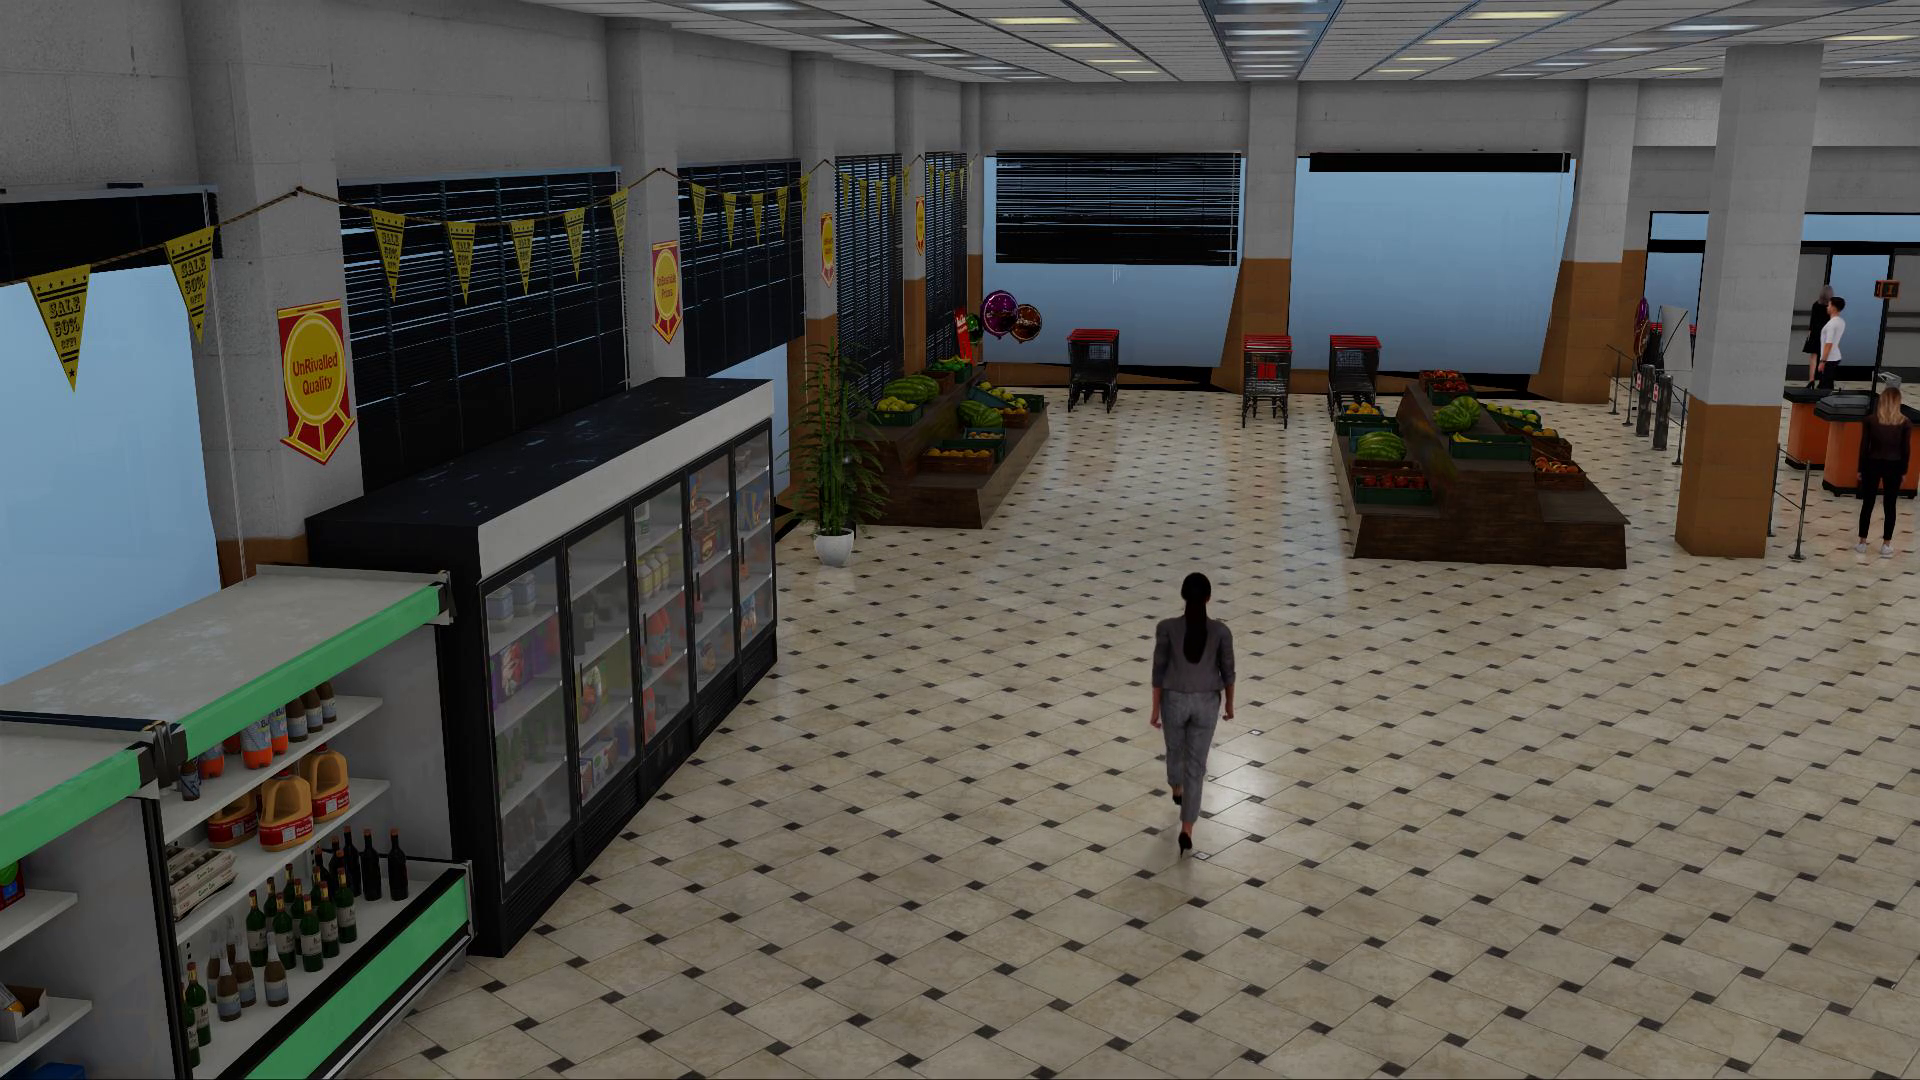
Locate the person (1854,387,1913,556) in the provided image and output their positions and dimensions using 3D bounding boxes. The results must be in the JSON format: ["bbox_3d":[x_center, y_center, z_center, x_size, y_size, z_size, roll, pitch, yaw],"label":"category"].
[{"bbox_3d":[9.338,-0.701,16.840,0.668,1.696,0.629,8,16,30],"label":"person"}]

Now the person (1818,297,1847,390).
[{"bbox_3d":[12.904,-2.676,24.658,0.809,1.851,0.708,13,19,43],"label":"person"}]

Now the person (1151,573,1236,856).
[{"bbox_3d":[1.345,1.053,9.748,0.640,1.632,1.049,3,14,10],"label":"person"}]

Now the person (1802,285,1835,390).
[{"bbox_3d":[14.447,-3.411,27.911,0.632,1.745,0.607,0,14,1],"label":"person"}]
